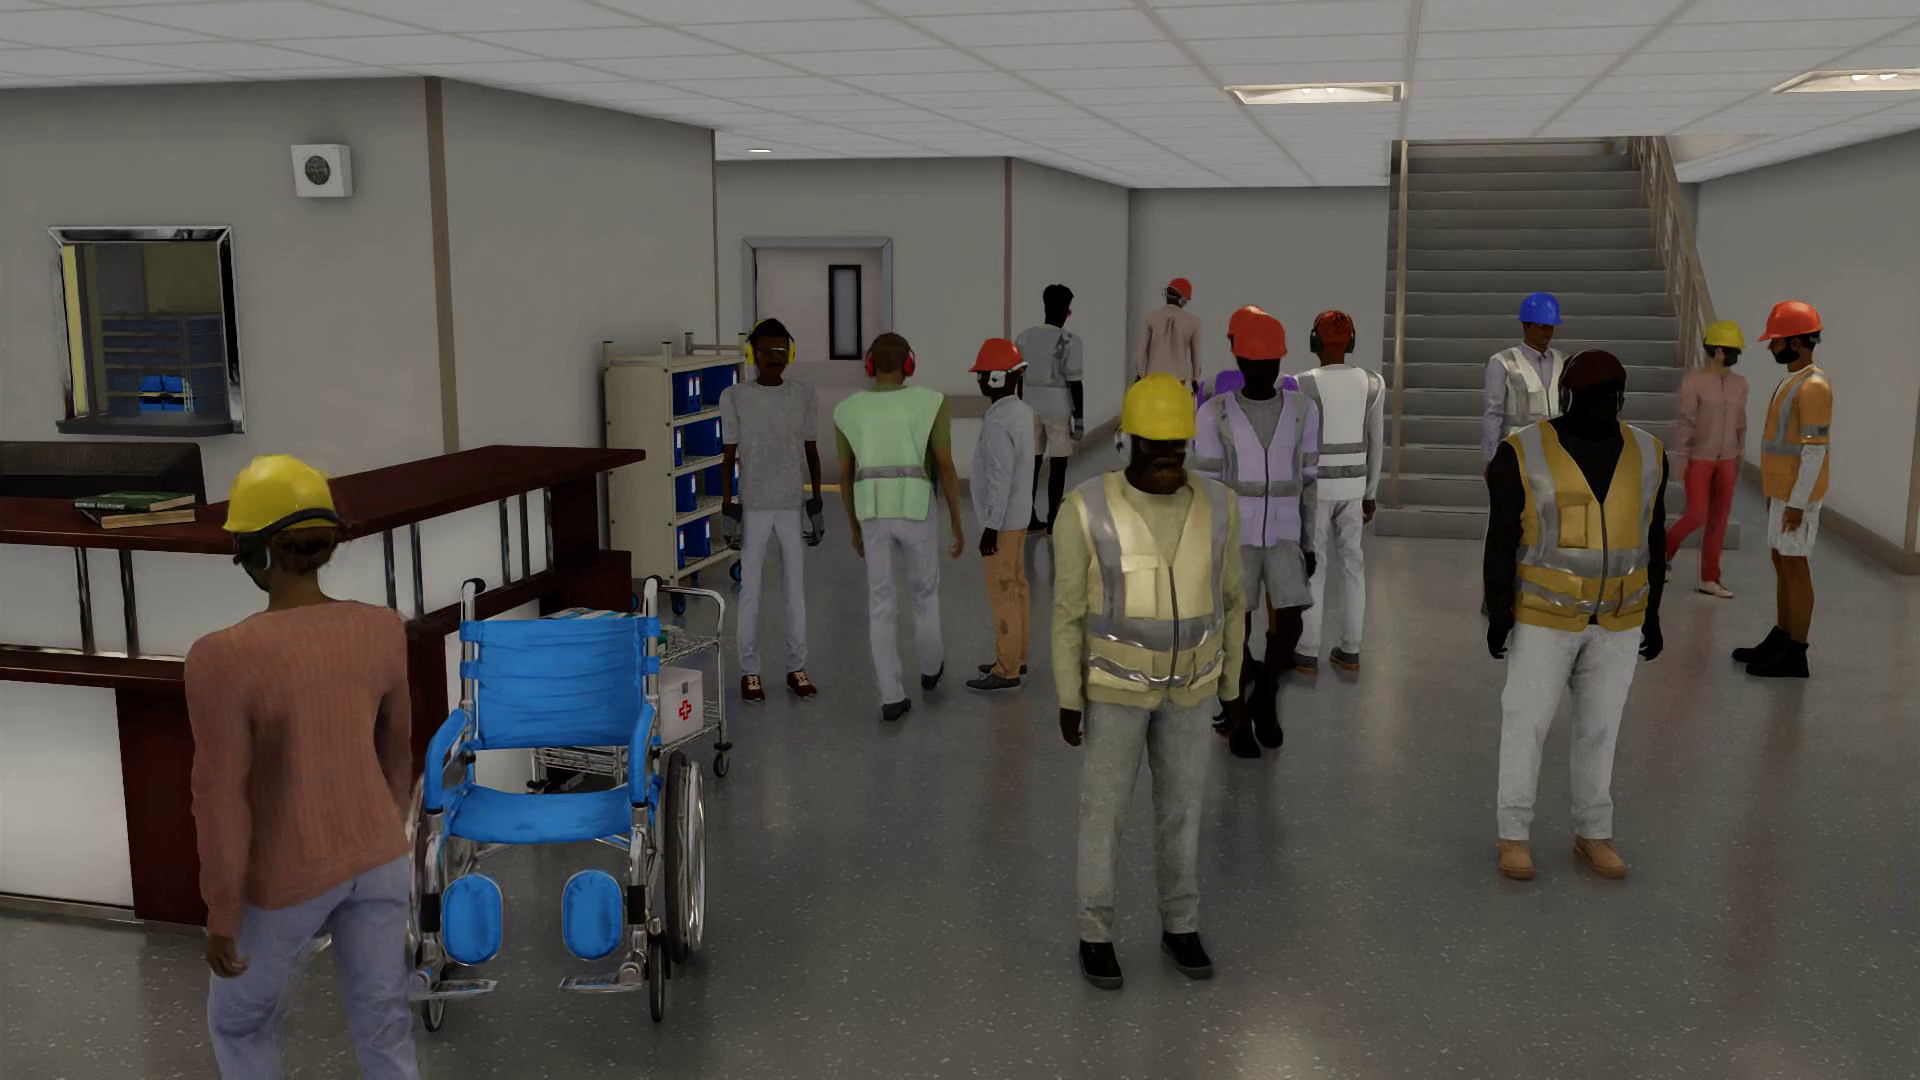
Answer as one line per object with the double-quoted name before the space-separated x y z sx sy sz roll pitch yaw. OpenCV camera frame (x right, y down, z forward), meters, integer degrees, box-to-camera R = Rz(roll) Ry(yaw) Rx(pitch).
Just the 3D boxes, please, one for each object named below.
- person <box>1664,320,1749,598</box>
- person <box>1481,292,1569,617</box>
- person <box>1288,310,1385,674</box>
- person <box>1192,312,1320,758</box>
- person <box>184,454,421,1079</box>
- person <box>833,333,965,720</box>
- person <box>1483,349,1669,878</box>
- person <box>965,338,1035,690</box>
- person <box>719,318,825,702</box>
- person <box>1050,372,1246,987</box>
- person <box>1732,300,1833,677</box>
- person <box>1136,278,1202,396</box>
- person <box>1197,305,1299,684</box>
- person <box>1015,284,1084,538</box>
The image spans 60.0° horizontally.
"person" 4.754 -0.519 10.588 0.540 1.754 0.459 -3 10 -18
"person" 3.375 -0.492 9.882 0.615 1.945 0.404 -4 10 -21
"person" 1.902 -0.241 8.597 0.576 1.882 0.355 -3 10 -16
"person" 1.267 -0.008 7.113 0.564 1.918 0.409 -1 10 -4
"person" -1.408 0.689 3.533 0.692 1.739 0.547 7 12 35
"person" -0.271 -0.090 8.000 0.644 1.783 0.927 1 10 6
"person" 2.132 0.263 5.755 0.637 1.840 0.429 0 10 -1
"person" 0.197 -0.129 8.310 0.330 1.750 0.573 2 10 13
"person" -0.910 -0.143 8.090 0.508 1.863 0.326 -3 10 -17
"person" 0.562 0.416 4.913 0.598 1.824 0.403 -2 10 -14
"person" 4.242 -0.255 8.541 0.375 1.930 0.542 3 10 15
"person" 2.083 -1.630 16.581 0.651 1.944 0.552 1 10 8
"person" 1.504 -0.241 8.523 0.571 1.901 0.713 5 11 27
"person" 0.698 -0.984 12.781 0.620 1.951 0.389 7 12 37
